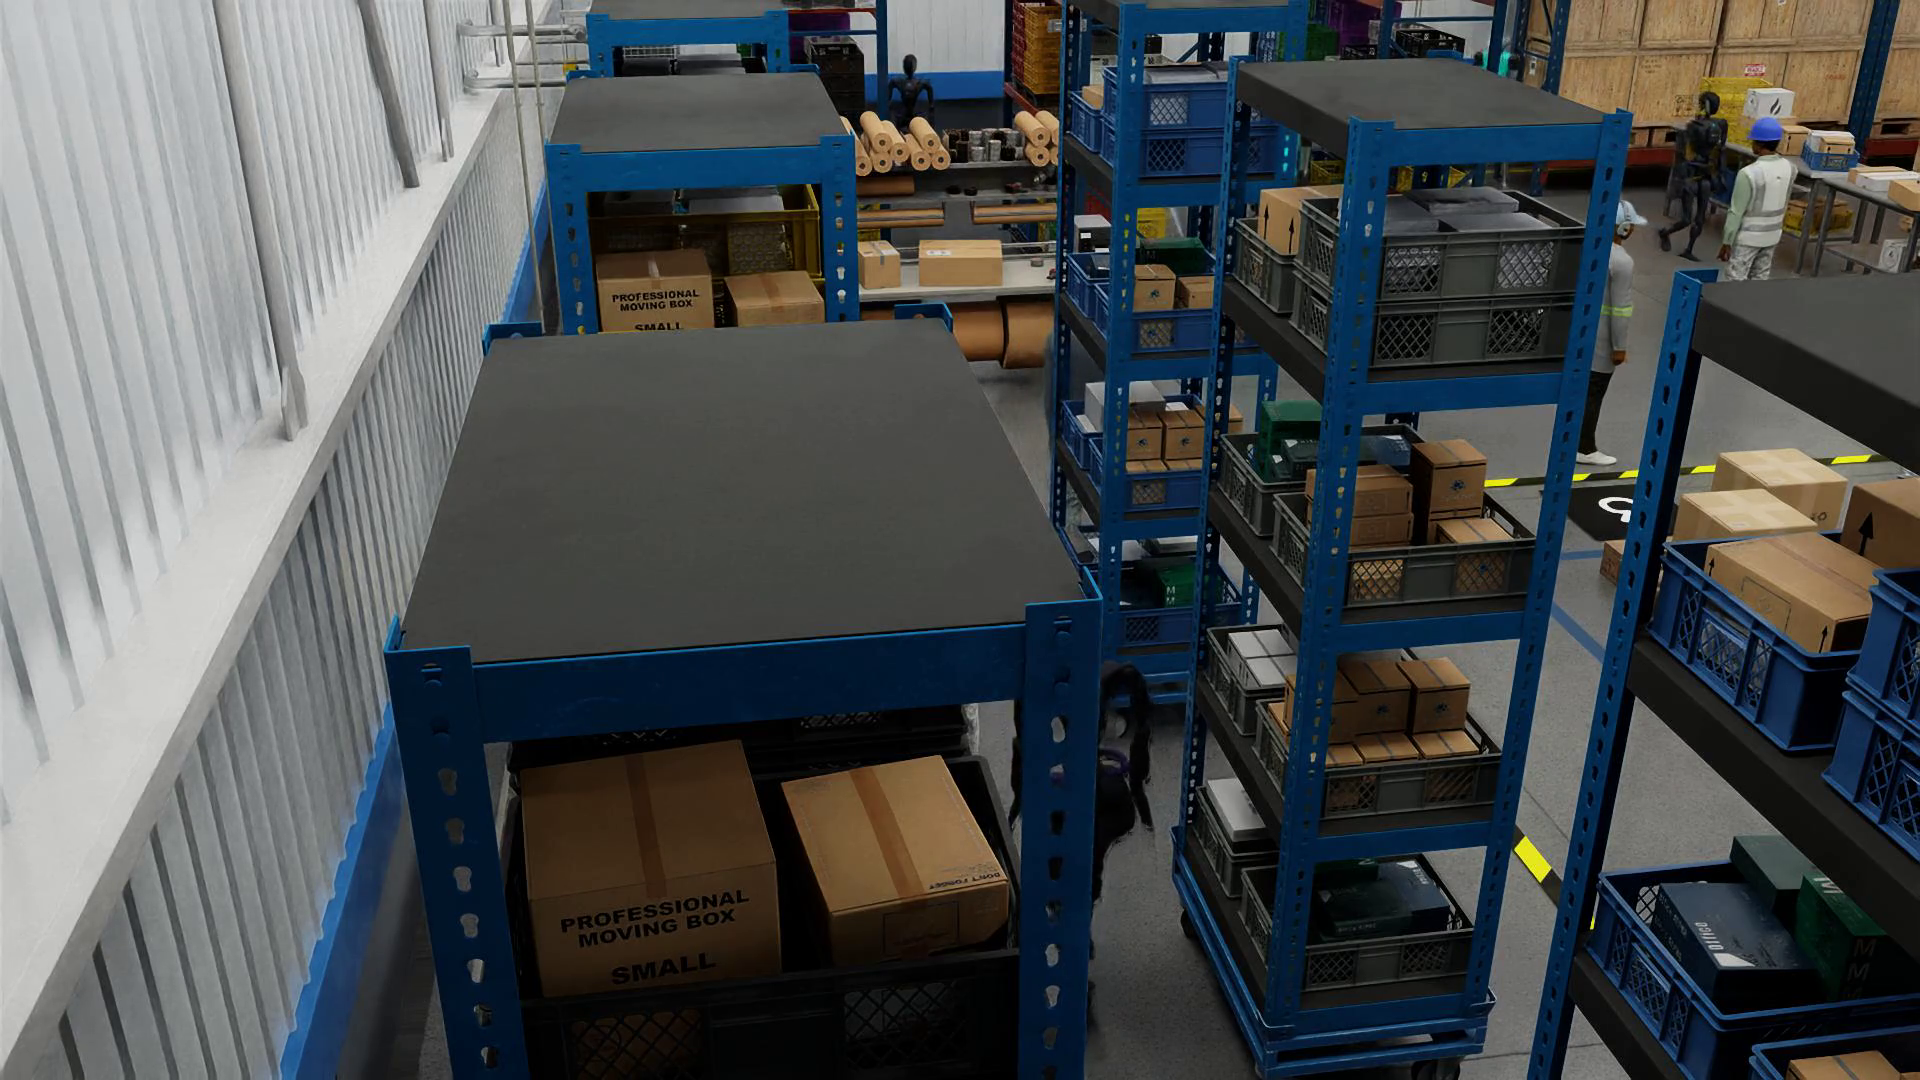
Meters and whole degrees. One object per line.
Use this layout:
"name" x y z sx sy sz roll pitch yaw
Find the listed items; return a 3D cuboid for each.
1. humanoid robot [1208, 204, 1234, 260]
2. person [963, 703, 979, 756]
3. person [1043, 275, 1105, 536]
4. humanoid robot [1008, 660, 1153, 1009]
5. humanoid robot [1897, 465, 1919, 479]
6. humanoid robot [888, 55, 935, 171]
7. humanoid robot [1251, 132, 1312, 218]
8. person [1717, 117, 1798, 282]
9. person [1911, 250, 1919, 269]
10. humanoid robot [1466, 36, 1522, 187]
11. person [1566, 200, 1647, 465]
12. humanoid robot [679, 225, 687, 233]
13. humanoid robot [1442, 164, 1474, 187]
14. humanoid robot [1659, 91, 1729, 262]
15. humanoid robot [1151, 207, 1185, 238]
"humanoid robot" 2.722 -3.659 16.506 0.583 1.783 0.875 16 29 31
"person" -0.124 0.451 7.434 0.429 1.846 0.621 18 30 34
"person" 0.796 -0.625 9.672 0.631 1.939 0.386 9 26 18
"humanoid robot" 0.496 1.016 6.421 0.589 1.629 0.644 -5 25 -10
"humanoid robot" 6.430 -1.141 10.860 0.735 1.677 0.533 -12 27 -23
"humanoid robot" -0.556 -4.565 18.551 0.598 1.645 0.594 0 25 1
"humanoid robot" 2.850 -2.989 15.041 0.553 1.761 0.963 9 26 19
"person" 6.543 -2.507 13.751 0.609 1.939 0.412 -10 27 -21
"person" 7.875 -2.242 13.243 0.356 1.882 0.572 -8 26 -17
"humanoid robot" 6.272 -4.986 19.368 0.582 1.769 0.780 16 29 31
"person" 4.445 -1.434 11.522 0.378 1.853 0.587 -5 25 -11
"humanoid robot" -2.326 -2.789 14.708 0.548 1.857 0.852 0 25 0
"humanoid robot" 5.188 -4.087 17.513 0.608 1.640 0.532 -3 25 -6
"humanoid robot" 7.292 -3.601 16.446 0.587 1.648 0.428 -9 26 -18
"humanoid robot" 2.045 -3.839 16.870 0.562 1.724 0.947 -11 27 -22
